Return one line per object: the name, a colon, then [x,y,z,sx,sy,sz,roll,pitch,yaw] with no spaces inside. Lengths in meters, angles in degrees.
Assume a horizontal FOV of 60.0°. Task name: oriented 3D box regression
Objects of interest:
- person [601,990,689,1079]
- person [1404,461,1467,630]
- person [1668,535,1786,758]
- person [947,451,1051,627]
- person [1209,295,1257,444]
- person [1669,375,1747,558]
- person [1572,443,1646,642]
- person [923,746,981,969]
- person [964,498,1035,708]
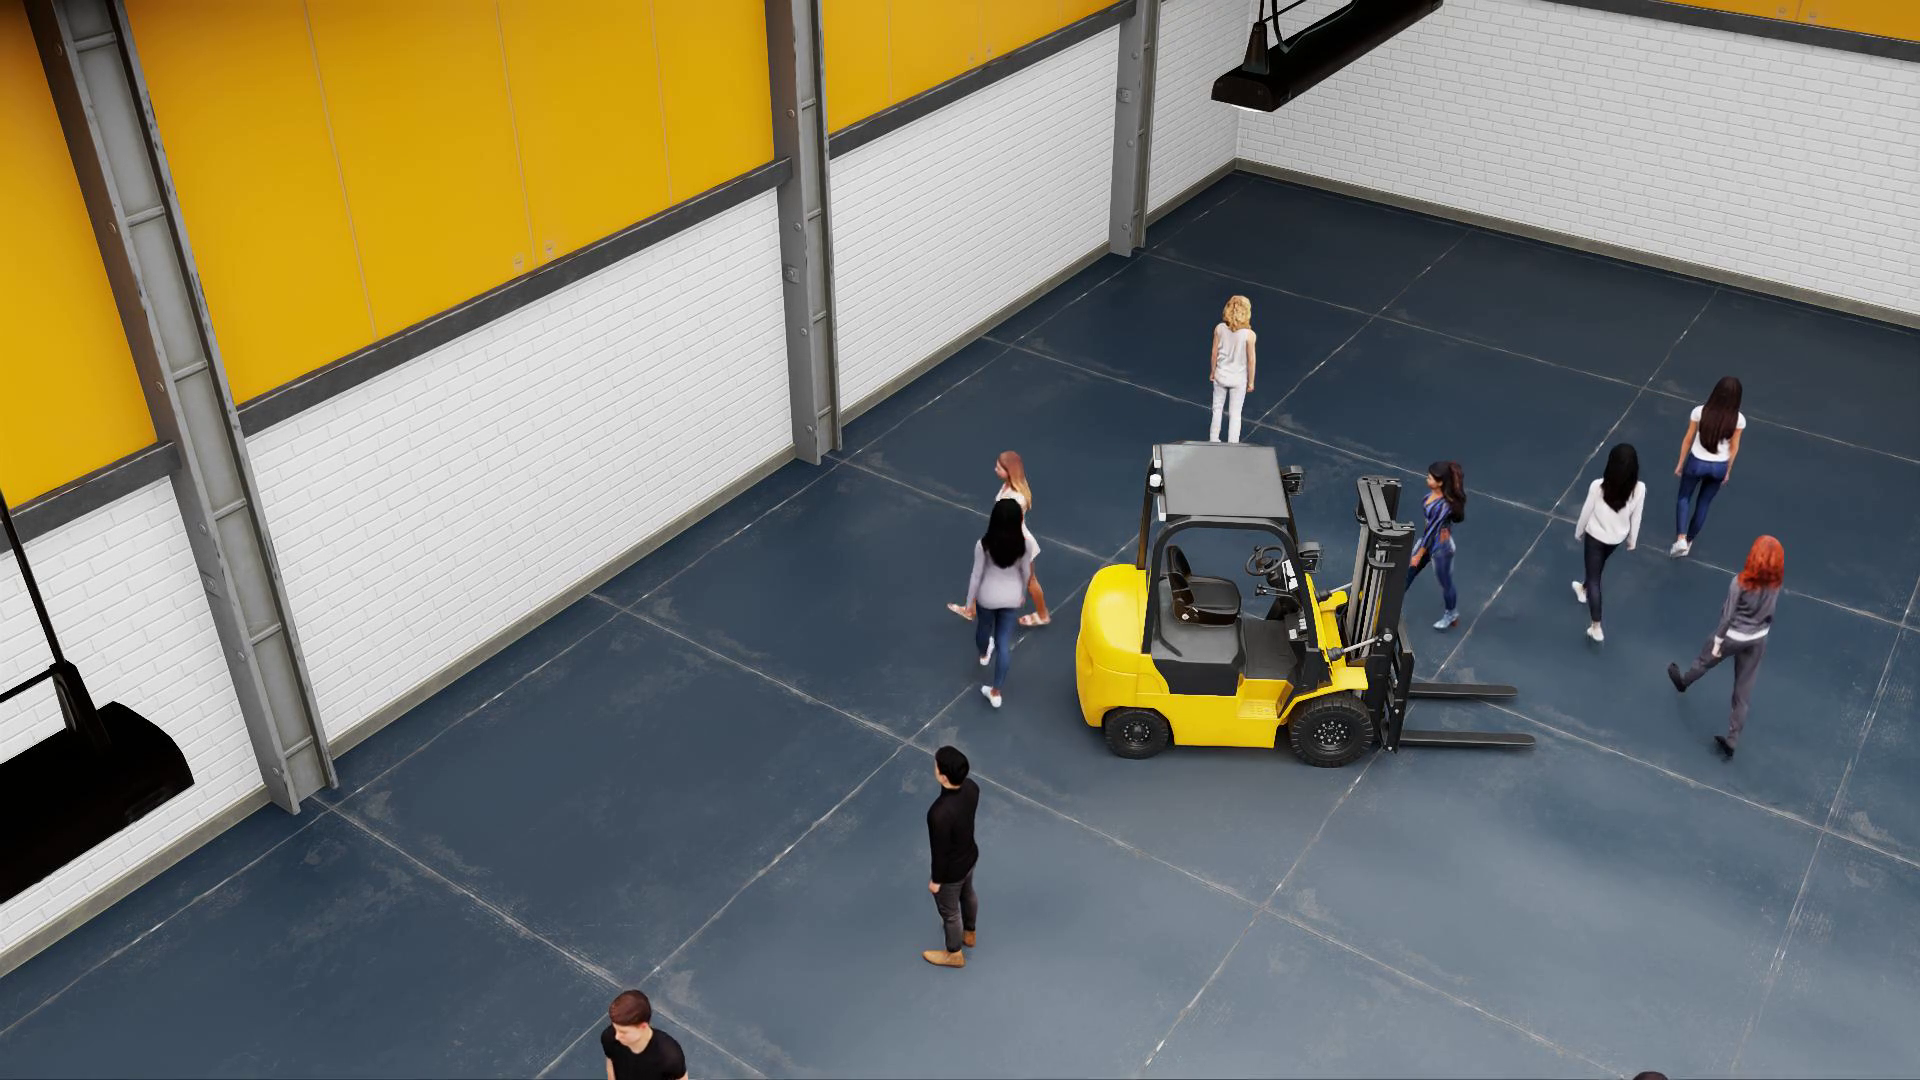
person: [-1.582,3.000,8.881,0.818,1.839,1.148,13,36,19]
person: [3.948,0.080,13.507,1.053,1.582,1.047,-2,34,-3]
person: [5.799,0.818,12.269,1.058,1.722,1.223,-2,34,-4]
person: [0.530,0.033,13.514,1.097,1.652,1.053,-4,34,-6]
person: [2.585,-1.570,15.909,0.611,1.670,0.538,19,38,26]
person: [6.410,-0.563,14.310,0.692,1.763,0.882,14,36,20]
person: [5.249,0.041,13.499,1.040,1.655,1.188,0,34,-1]
person: [-0.040,1.998,10.495,0.725,1.722,0.511,17,37,23]
person: [0.320,0.526,12.728,1.036,1.700,1.136,-5,34,-7]
